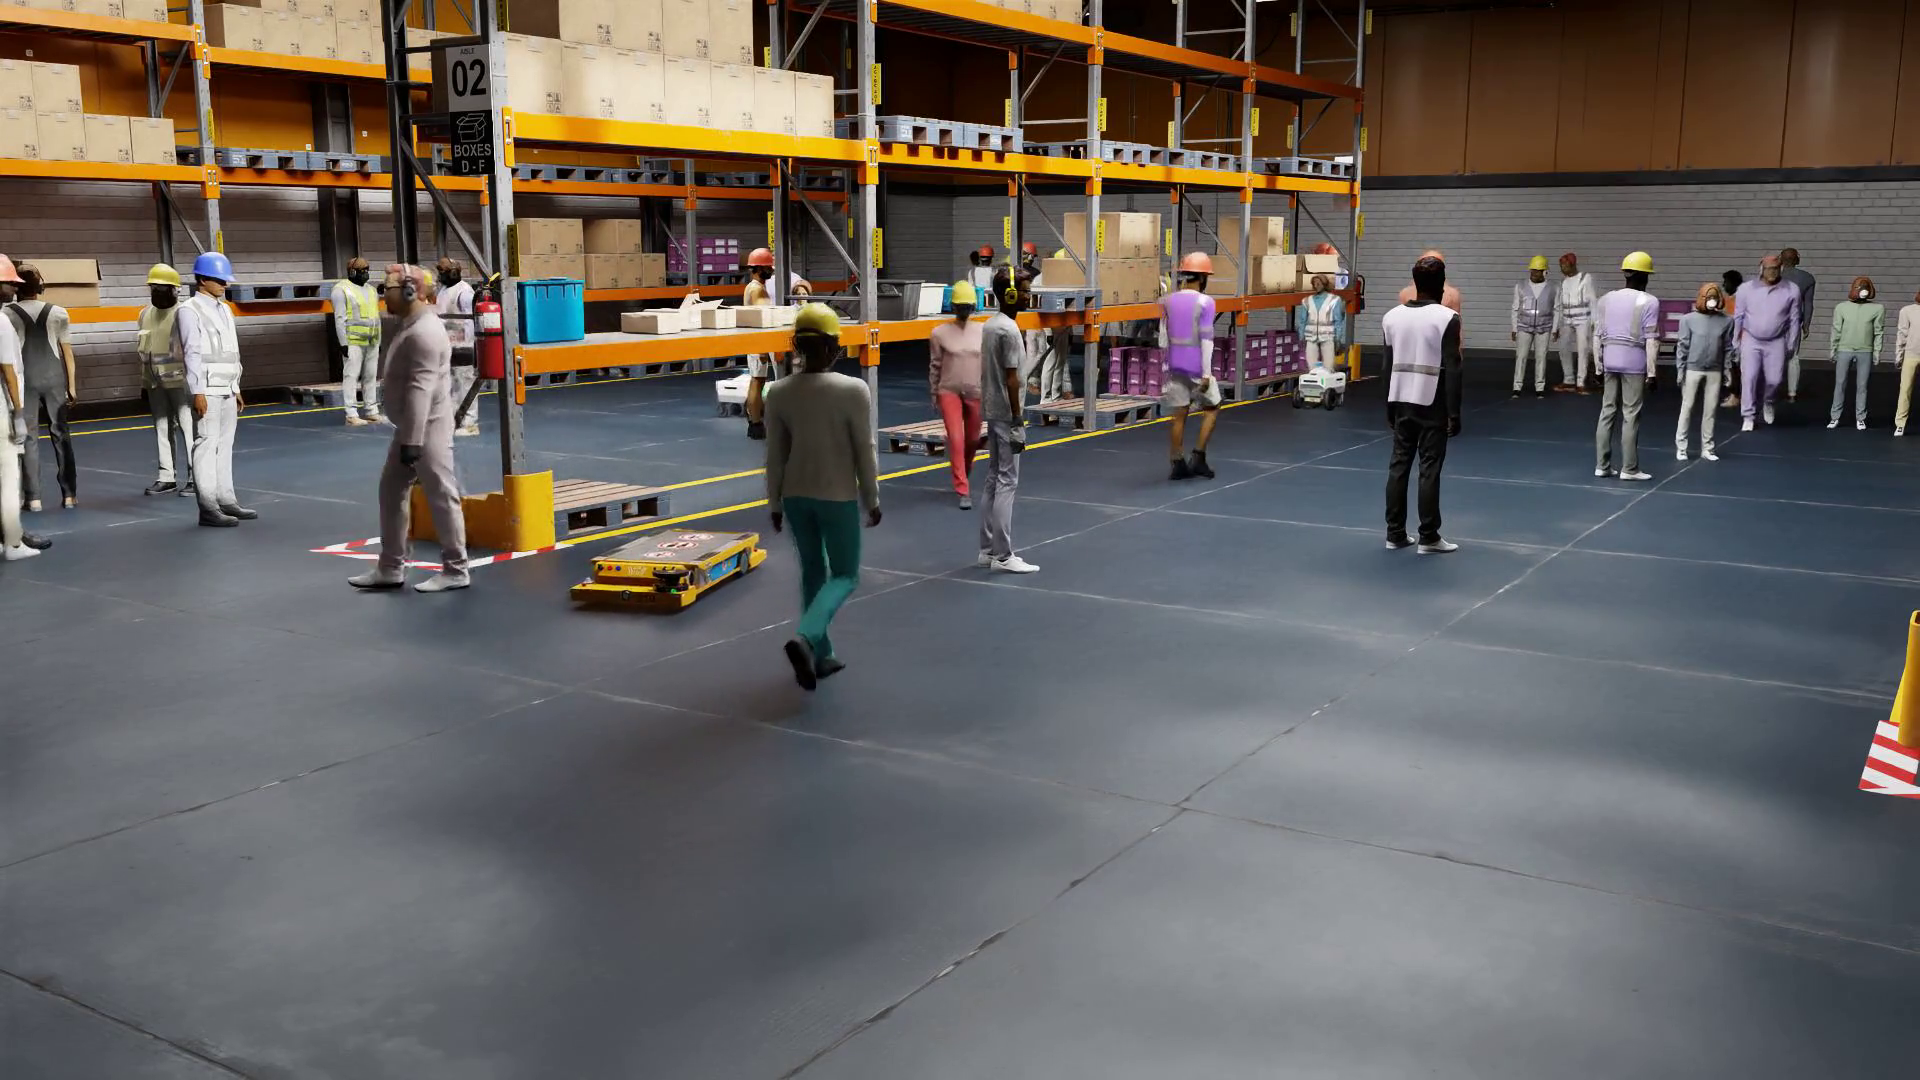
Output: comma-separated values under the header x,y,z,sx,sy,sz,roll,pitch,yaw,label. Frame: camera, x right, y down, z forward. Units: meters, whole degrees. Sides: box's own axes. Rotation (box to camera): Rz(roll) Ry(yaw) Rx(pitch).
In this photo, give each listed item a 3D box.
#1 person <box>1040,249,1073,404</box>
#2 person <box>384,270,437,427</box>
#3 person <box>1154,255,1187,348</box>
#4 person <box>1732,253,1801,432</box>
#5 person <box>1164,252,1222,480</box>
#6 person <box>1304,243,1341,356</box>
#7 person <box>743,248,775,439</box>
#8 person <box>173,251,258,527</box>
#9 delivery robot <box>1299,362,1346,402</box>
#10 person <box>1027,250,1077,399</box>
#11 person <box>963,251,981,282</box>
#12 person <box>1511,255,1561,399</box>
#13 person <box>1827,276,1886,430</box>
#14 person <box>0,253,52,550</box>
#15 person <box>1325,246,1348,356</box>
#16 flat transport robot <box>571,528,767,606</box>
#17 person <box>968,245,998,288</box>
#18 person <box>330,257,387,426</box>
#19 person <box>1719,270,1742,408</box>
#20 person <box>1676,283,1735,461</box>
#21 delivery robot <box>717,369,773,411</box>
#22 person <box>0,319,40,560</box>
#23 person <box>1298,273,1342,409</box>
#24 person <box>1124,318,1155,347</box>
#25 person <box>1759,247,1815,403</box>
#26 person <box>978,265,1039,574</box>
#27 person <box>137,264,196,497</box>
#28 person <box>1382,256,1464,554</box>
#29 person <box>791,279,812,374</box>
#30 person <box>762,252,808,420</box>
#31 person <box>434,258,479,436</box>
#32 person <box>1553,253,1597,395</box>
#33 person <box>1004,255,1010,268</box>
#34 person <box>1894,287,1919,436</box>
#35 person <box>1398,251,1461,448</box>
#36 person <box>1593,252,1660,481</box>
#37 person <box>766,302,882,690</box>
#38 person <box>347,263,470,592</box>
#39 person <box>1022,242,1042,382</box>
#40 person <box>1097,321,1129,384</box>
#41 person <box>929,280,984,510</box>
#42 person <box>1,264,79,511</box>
x,y,z,sx,sy,sz,roll,pitch,yaw,label
1.217,-2.550,20.110,0.403,1.919,0.587,6,12,31,person
-5.800,-2.031,17.809,0.847,1.709,0.496,-7,12,-33,person
2.993,-3.041,23.071,0.618,1.836,0.430,0,10,3,person
8.541,-2.098,17.683,0.658,1.889,0.538,4,11,22,person
1.967,-1.455,14.035,0.470,1.923,0.552,-10,14,-44,person
5.739,-3.758,26.656,1.079,1.999,0.607,4,11,22,person
-2.029,-1.996,16.971,0.365,1.939,0.542,-2,10,-12,person
-5.302,-1.070,11.838,0.394,1.940,0.601,0,10,2,person
4.372,-1.906,20.048,0.477,0.478,0.707,7,12,35,delivery robot
1.195,-2.777,21.427,0.639,1.913,0.910,-5,11,-25,person
0.290,-4.540,31.396,0.520,1.830,0.958,6,12,30,person
7.335,-2.706,21.217,0.591,1.828,0.404,3,11,18,person
9.597,-1.999,17.826,0.507,1.636,0.275,6,12,30,person
-6.235,-0.891,10.857,0.551,1.934,0.373,9,14,41,person
5.785,-3.626,26.019,0.543,1.933,0.363,5,11,26,person
-1.677,0.138,9.768,0.652,0.197,1.431,2,10,12,flat transport robot
0.402,-3.636,26.066,0.551,1.934,0.372,3,11,16,person
-6.575,-2.172,18.258,0.428,1.837,0.623,5,11,24,person
9.384,-2.443,20.195,0.386,1.662,0.676,3,11,18,person
6.838,-1.535,15.294,0.505,1.627,0.294,1,10,6,person
-2.415,-1.709,18.959,0.707,0.478,0.477,6,12,29,delivery robot
-6.185,-0.796,10.587,0.516,1.857,0.337,2,10,10,person
4.325,-2.392,20.009,0.544,1.626,0.373,6,12,29,person
2.632,-3.150,24.098,0.556,1.669,0.543,5,11,26,person
10.264,-2.668,20.704,0.635,1.935,0.350,1,10,6,person
0.285,-0.725,10.149,0.310,1.860,0.533,-3,11,-16,person
-6.256,-1.259,13.170,0.591,1.837,0.403,3,11,15,person
2.984,-0.868,10.780,0.391,1.920,0.593,-8,13,-38,person
-1.559,-1.739,16.383,0.511,1.638,0.308,-1,10,-4,person
-1.954,-2.283,18.565,0.629,1.940,0.379,10,14,43,person
-5.243,-2.001,17.276,0.429,1.839,0.634,-9,14,-41,person
8.157,-2.852,21.976,0.345,1.857,0.670,-5,12,-27,person
0.771,-3.355,24.857,0.430,1.810,0.624,-8,13,-37,person
9.902,-1.865,17.115,0.496,1.629,0.277,5,12,27,person
4.666,-1.915,16.599,0.653,1.929,1.082,6,12,29,person
5.641,-1.462,14.053,0.384,1.922,0.594,-6,12,-32,person
-0.657,-0.186,7.466,0.520,1.748,0.666,5,11,24,person
-3.206,-0.615,9.459,0.784,1.881,0.673,-5,11,-25,person
0.956,-3.247,23.767,0.611,1.989,0.391,9,14,42,person
2.087,-3.212,23.424,0.615,2.040,0.391,1,10,5,person
0.013,-1.137,12.795,0.523,1.725,0.835,-2,10,-9,person
-6.913,-1.137,12.469,0.514,1.844,0.333,-9,13,-40,person
